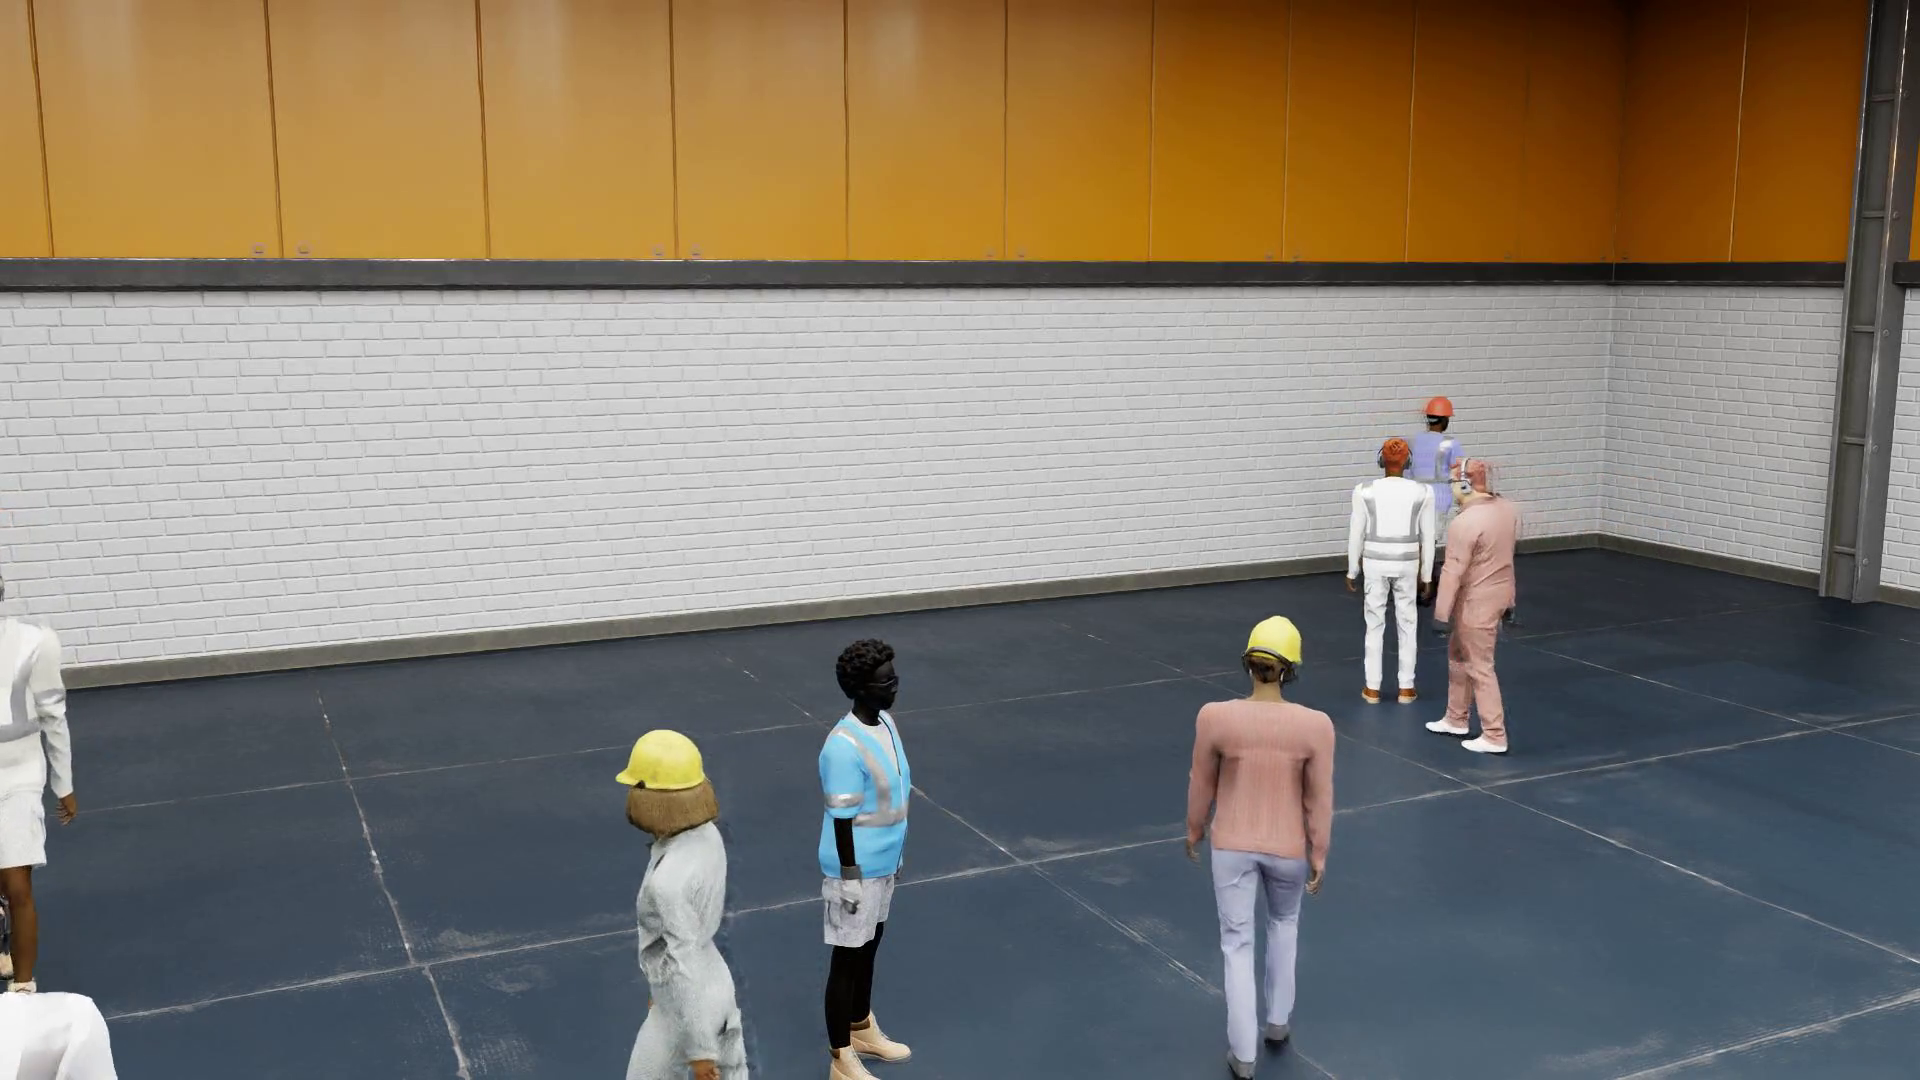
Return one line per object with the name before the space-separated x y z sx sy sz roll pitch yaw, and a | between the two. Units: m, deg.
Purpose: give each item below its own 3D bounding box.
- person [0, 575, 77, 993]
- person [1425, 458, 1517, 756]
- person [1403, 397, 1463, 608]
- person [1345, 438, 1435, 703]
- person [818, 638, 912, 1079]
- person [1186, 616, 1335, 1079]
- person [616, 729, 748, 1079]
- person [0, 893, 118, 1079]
person | -3.940 0.960 6.742 0.616 2.016 0.929 -4 10 -23
person | 3.171 0.410 10.535 0.792 1.871 0.659 8 12 41
person | 4.395 -0.350 15.166 0.895 1.899 0.565 -7 11 -35
person | 3.027 0.219 11.733 0.605 1.882 0.384 2 9 11
person | -0.349 1.199 6.193 0.321 1.697 0.529 3 9 15
person | 1.137 1.148 6.365 0.531 1.742 0.646 1 9 6
person | -0.749 1.391 4.963 0.814 1.711 0.486 1 9 9
person | -2.089 1.551 3.587 0.585 1.828 1.004 -3 10 -19
